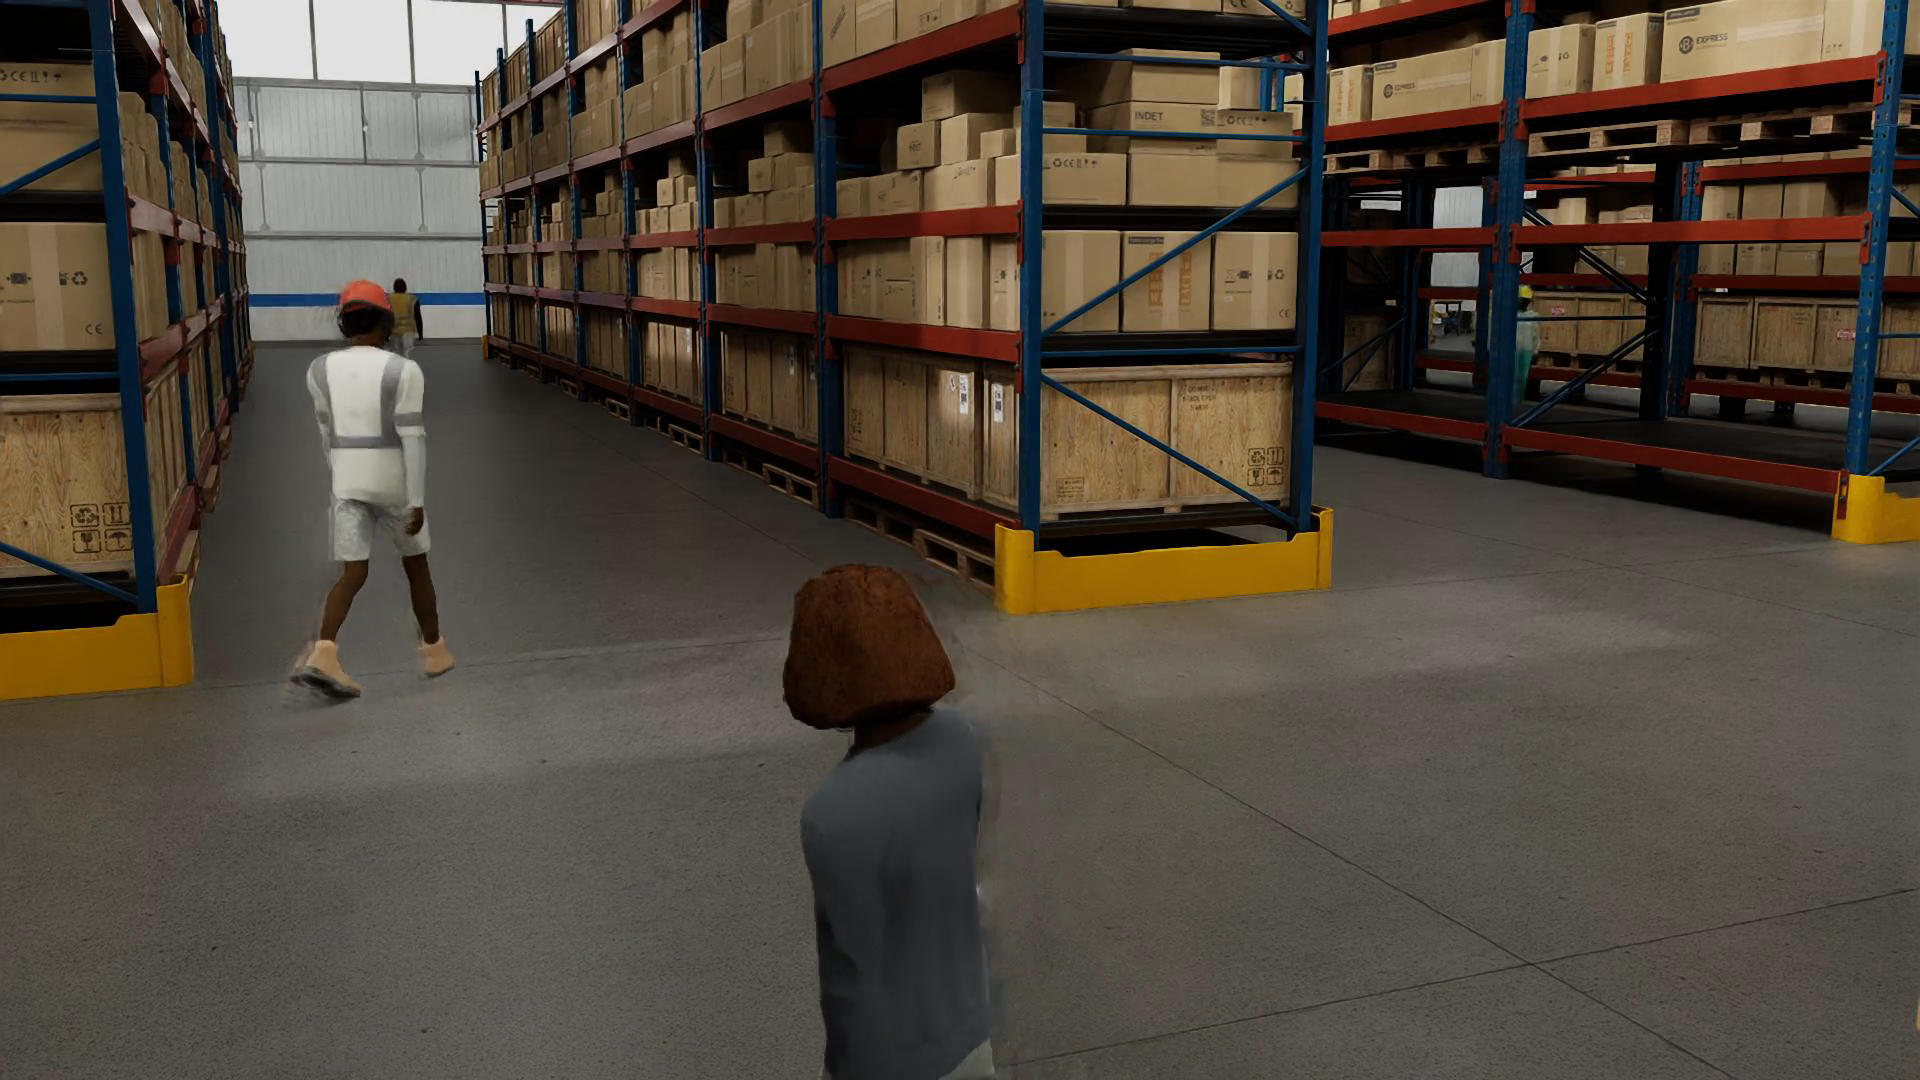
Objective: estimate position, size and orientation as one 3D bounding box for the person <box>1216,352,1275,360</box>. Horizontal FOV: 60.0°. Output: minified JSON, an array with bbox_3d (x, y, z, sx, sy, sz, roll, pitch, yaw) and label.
[{"bbox_3d":[2.389,-1.259,14.324,0.645,1.905,0.400,-3,10,-15],"label":"person"}]

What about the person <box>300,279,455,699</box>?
[{"bbox_3d":[-2.858,-0.245,8.006,0.605,2.004,0.901,1,10,6],"label":"person"}]

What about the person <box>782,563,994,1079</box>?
[{"bbox_3d":[-0.026,0.833,2.669,0.744,1.606,0.495,6,11,30],"label":"person"}]

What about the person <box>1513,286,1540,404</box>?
[{"bbox_3d":[7.648,-2.581,22.695,0.554,1.752,0.387,-1,10,-8],"label":"person"}]

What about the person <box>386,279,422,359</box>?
[{"bbox_3d":[-9.624,-3.603,28.733,0.631,1.802,0.979,-2,10,-13],"label":"person"}]
